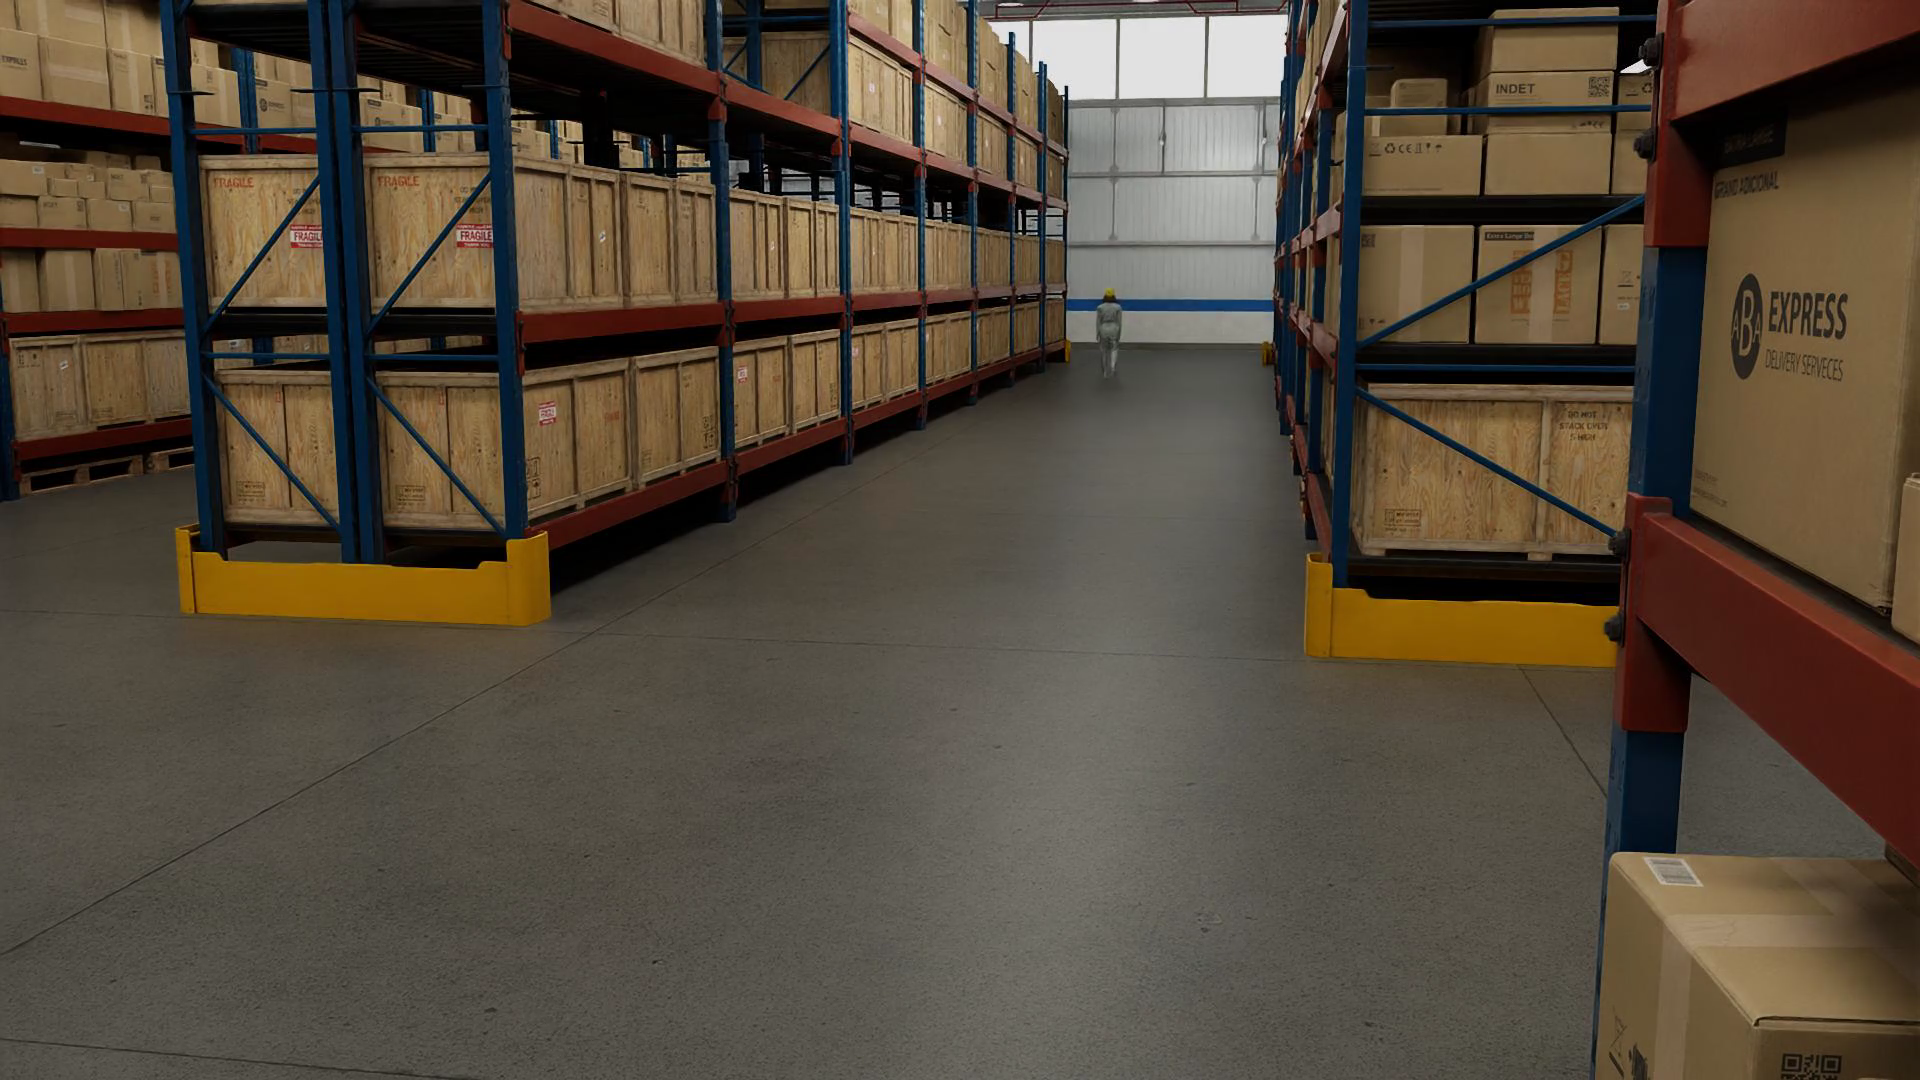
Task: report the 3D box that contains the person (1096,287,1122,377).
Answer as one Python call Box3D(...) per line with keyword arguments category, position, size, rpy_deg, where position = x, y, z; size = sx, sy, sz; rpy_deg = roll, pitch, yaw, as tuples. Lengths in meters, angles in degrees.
Box3D(category="person", position=(2.873, -4.007, 32.131), size=(0.497, 1.726, 0.552), rpy_deg=(1, 9, 6))
